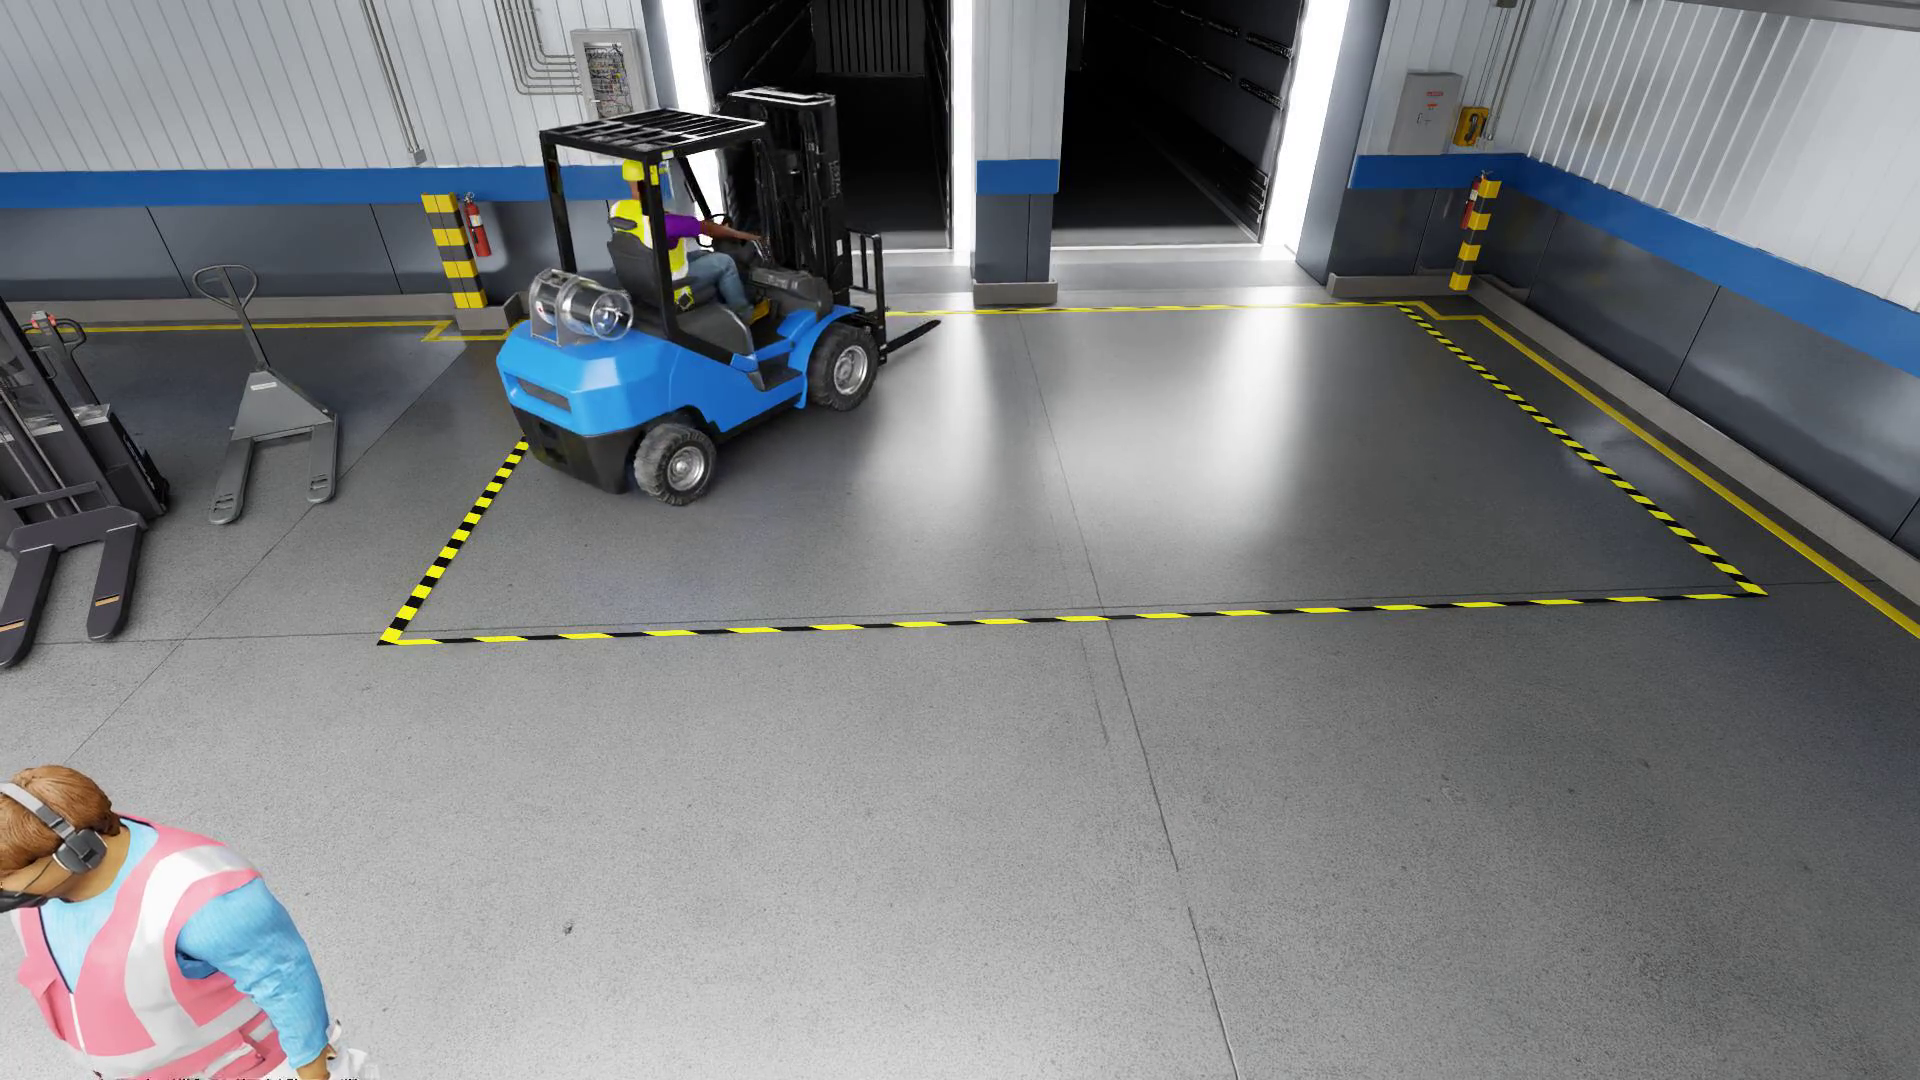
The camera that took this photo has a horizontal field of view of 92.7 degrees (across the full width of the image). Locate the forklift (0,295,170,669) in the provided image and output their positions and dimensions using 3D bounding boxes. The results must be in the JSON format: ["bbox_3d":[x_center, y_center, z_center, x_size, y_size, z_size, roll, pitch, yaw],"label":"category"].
[{"bbox_3d":[-5.212,-0.618,4.878,0.823,1.965,1.885,-20,39,-26],"label":"forklift"}]

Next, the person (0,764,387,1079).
[{"bbox_3d":[-1.889,1.239,2.344,0.625,1.842,0.430,9,36,12],"label":"person"}]

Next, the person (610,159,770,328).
[{"bbox_3d":[-1.773,-1.996,6.219,0.634,1.294,1.004,22,40,28],"label":"person"}]

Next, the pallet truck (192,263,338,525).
[{"bbox_3d":[-4.778,-1.027,6.128,0.680,1.201,1.601,-17,38,-23],"label":"pallet truck"}]

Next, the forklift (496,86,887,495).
[{"bbox_3d":[-1.813,-1.816,6.289,1.157,2.036,2.680,22,40,28],"label":"forklift"}]
